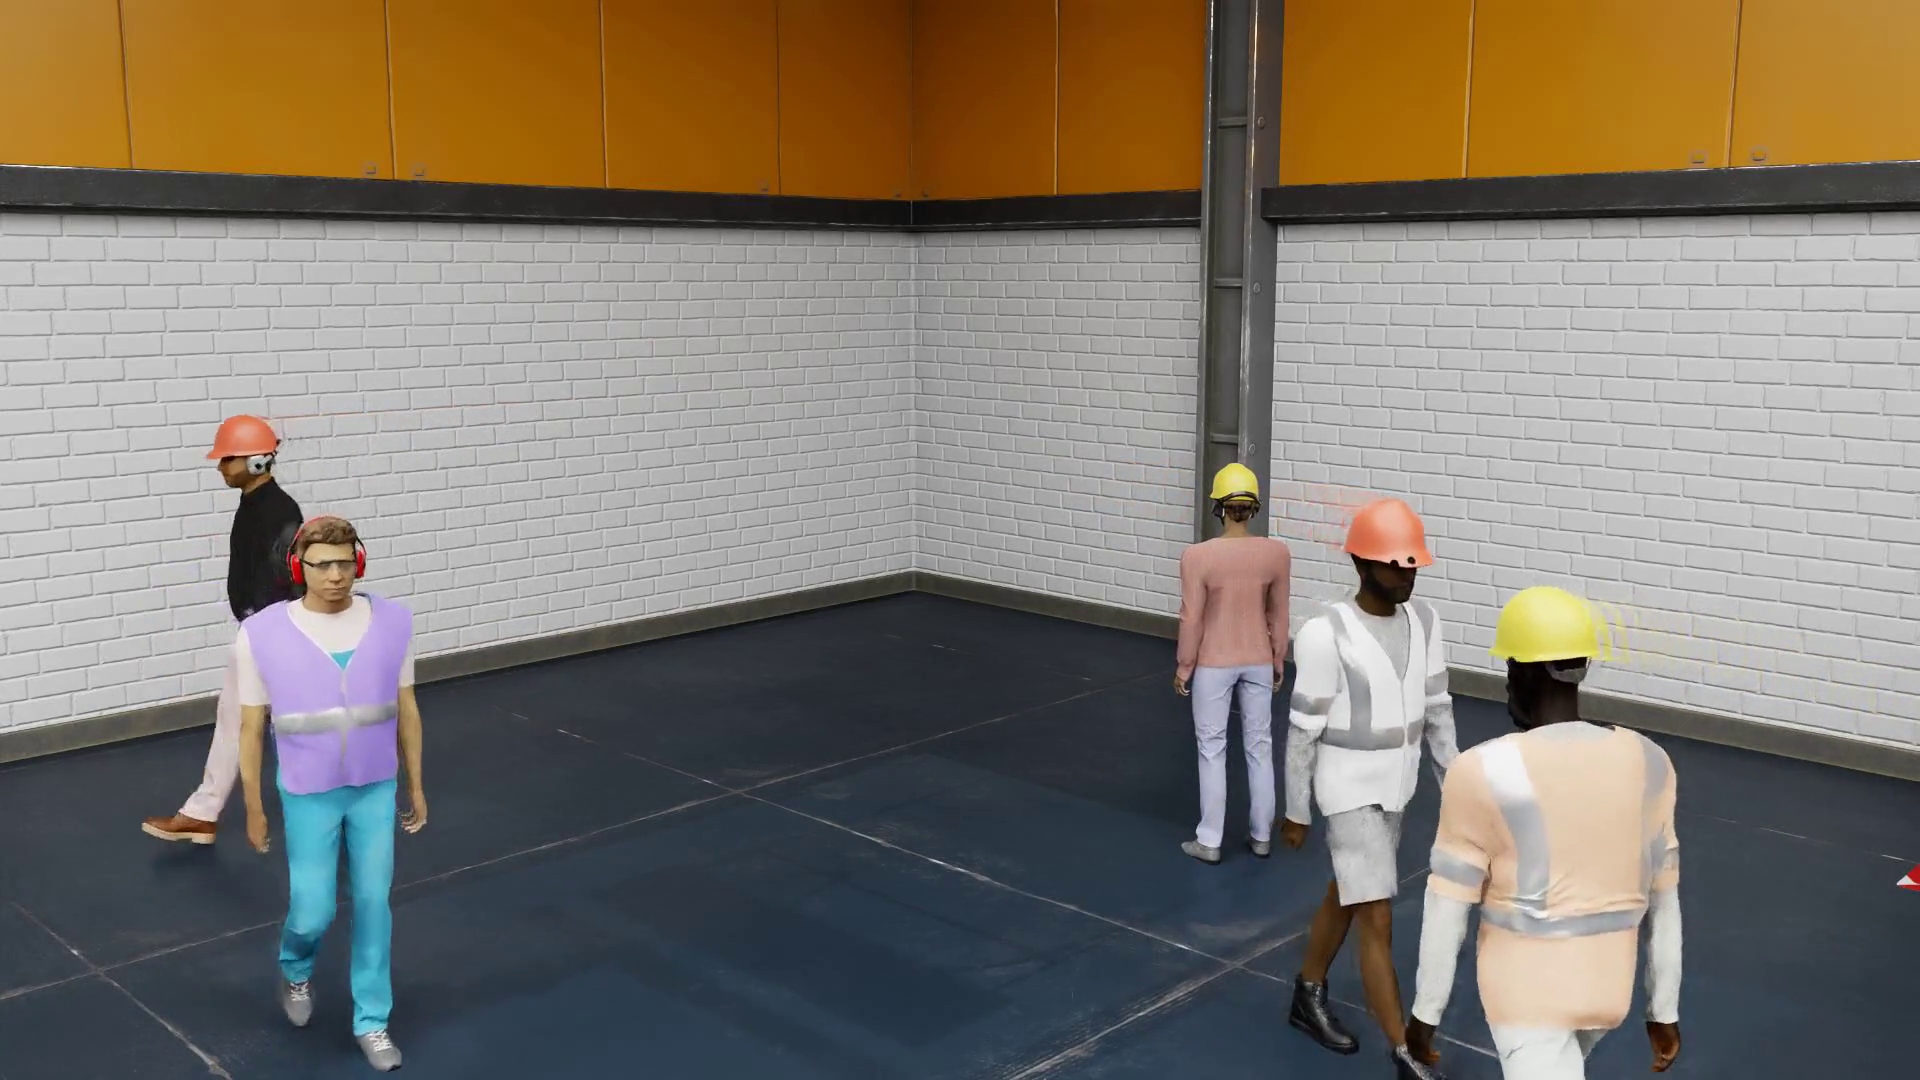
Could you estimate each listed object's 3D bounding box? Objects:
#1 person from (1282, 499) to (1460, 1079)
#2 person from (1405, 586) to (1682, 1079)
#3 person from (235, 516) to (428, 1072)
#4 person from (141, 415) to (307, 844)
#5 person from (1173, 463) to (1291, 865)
[{"bbox_3d":[1.372,0.818,5.252,0.552,1.889,0.975,-6,11,-34],"label":"person"},{"bbox_3d":[1.395,1.051,3.927,0.611,1.868,0.989,-3,10,-20],"label":"person"},{"bbox_3d":[-2.057,0.813,5.472,0.578,1.830,0.530,-8,12,-39],"label":"person"},{"bbox_3d":[-3.197,0.426,7.439,0.977,1.947,0.632,-7,12,-39],"label":"person"},{"bbox_3d":[1.188,0.544,7.317,0.535,1.767,0.315,-3,10,-16],"label":"person"}]
